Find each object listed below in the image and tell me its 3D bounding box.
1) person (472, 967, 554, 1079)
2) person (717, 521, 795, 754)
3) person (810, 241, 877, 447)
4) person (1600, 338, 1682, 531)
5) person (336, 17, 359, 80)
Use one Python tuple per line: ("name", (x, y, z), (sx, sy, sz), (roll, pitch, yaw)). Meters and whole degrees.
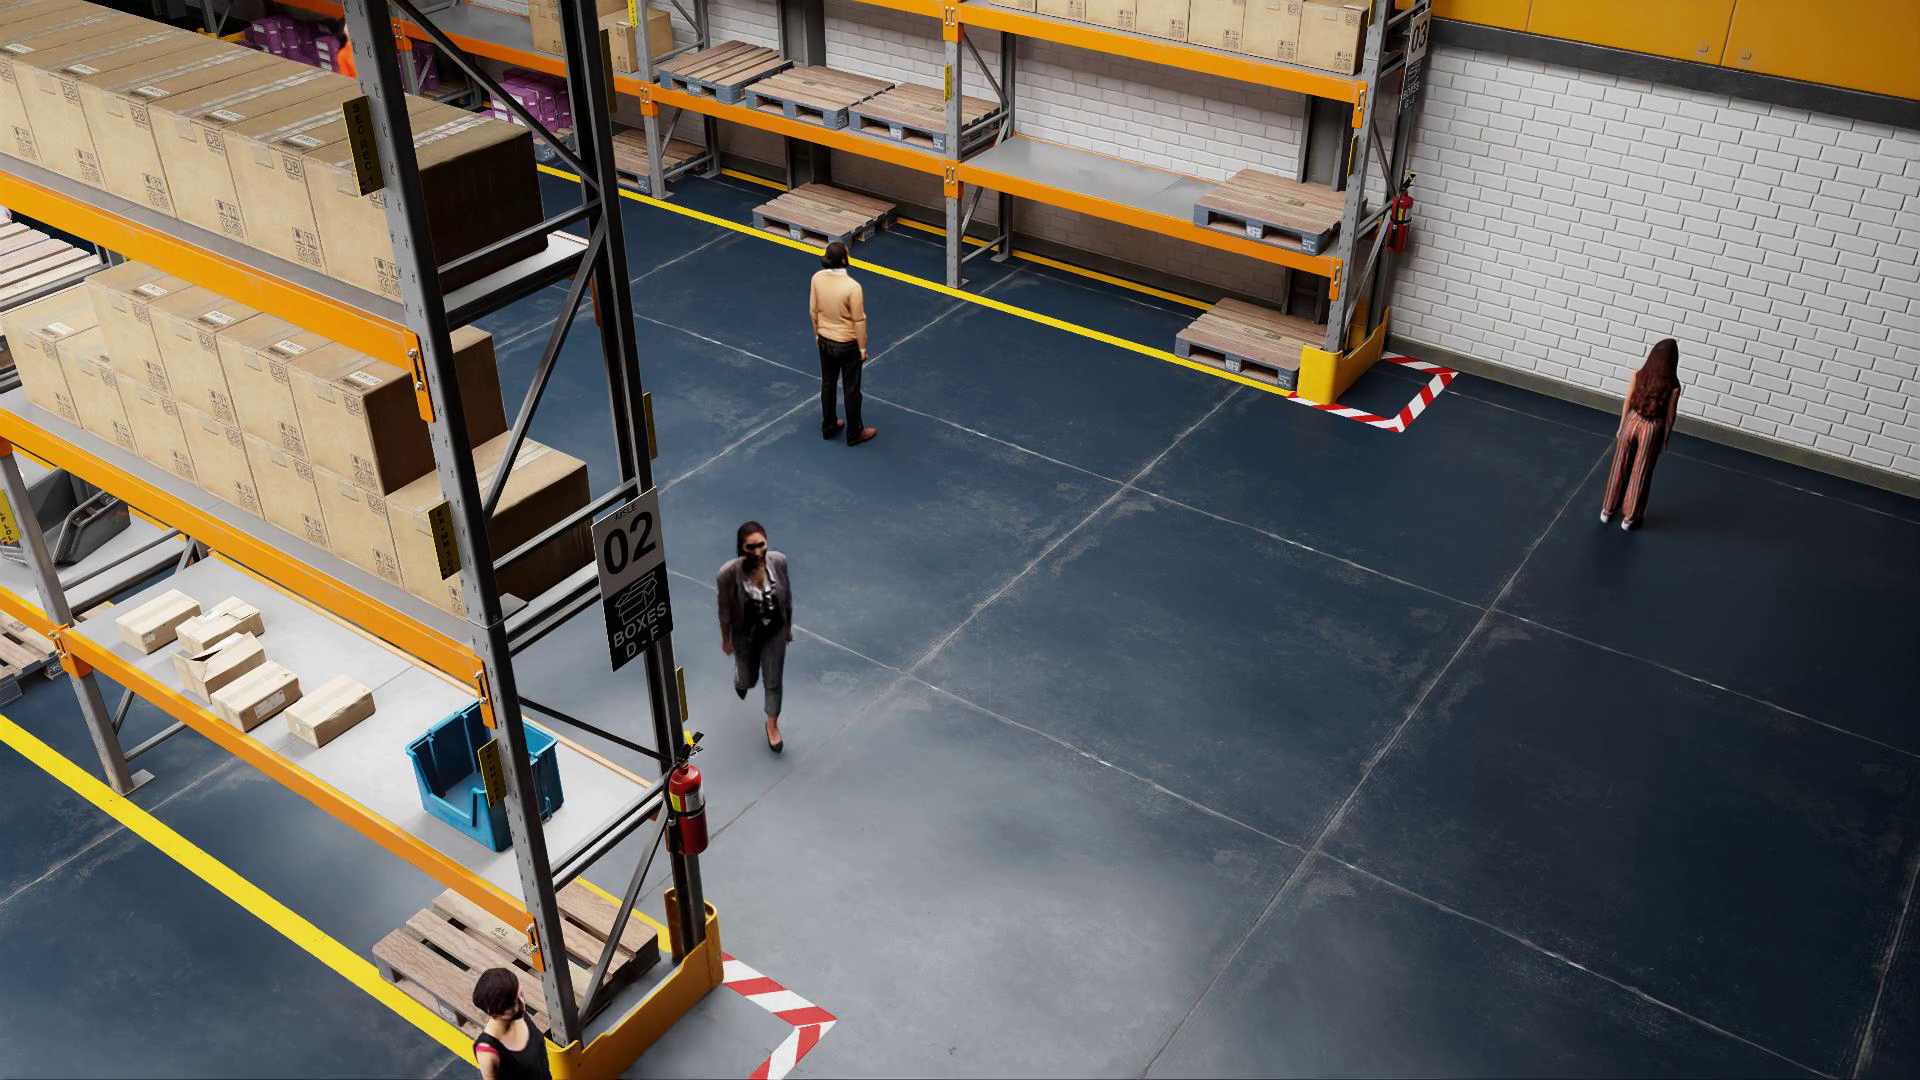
("person", (-2.054, 2.524, 7.538), (0.952, 1.537, 0.755), (6, 34, 9))
("person", (-1.281, 0.537, 10.416), (0.874, 1.661, 0.986), (-13, 36, -18))
("person", (-0.981, -1.609, 13.561), (0.512, 1.753, 0.726), (19, 38, 26))
("person", (5.148, -0.816, 12.541), (0.455, 1.561, 0.597), (23, 40, 31))
("person", (-6.734, -5.028, 18.727), (1.002, 1.729, 0.609), (23, 40, 30))
